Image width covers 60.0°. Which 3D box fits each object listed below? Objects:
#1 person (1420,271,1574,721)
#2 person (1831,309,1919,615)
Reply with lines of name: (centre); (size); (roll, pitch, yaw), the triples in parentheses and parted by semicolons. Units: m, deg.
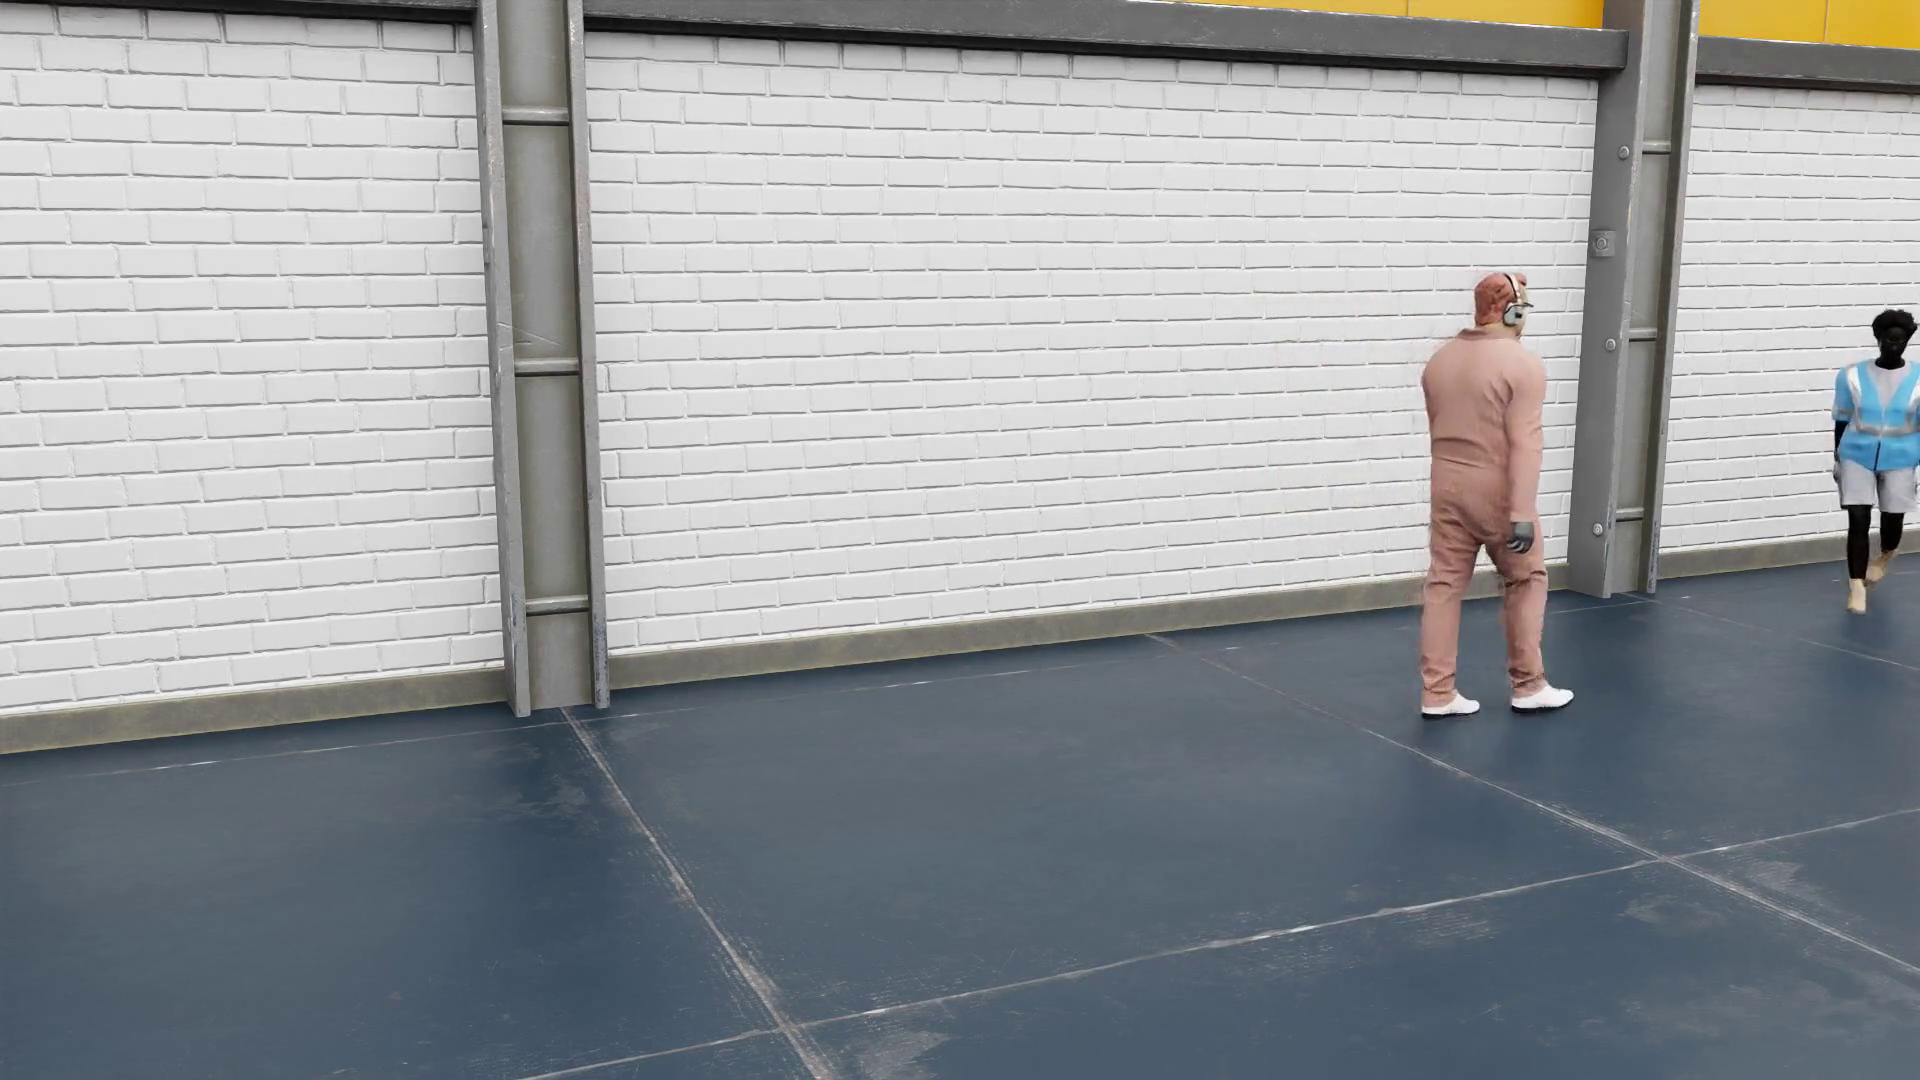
person: (2.298, -0.178, 7.010); (0.814, 1.876, 0.680); (-6, 12, -28)
person: (5.056, -0.445, 9.120); (0.539, 1.666, 0.634); (6, 12, 28)
